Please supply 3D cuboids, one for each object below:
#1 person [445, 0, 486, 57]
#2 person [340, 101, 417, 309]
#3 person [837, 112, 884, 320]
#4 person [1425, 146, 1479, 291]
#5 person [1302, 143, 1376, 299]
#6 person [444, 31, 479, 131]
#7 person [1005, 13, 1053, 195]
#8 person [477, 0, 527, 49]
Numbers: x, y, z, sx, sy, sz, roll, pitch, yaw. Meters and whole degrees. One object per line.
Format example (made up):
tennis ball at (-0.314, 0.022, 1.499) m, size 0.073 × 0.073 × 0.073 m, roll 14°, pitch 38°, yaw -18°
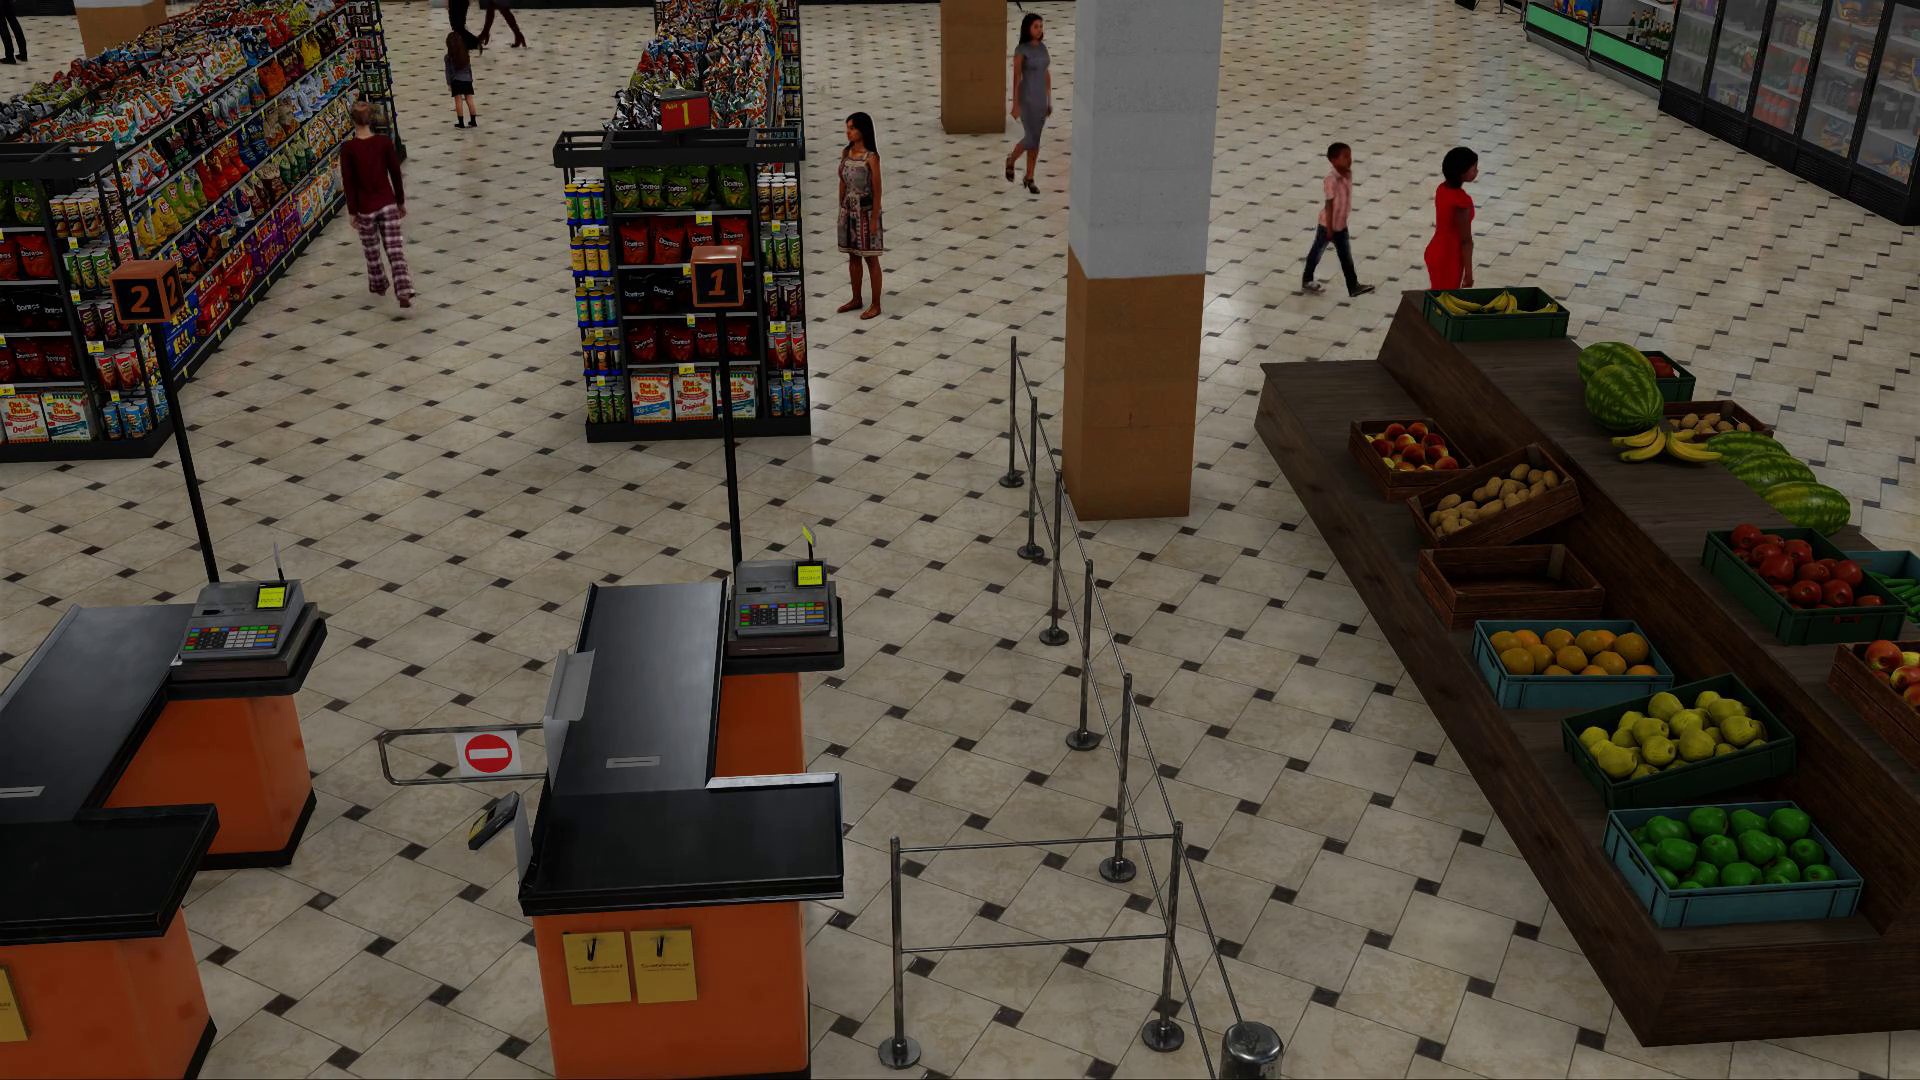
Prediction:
person at (-6.835, -7.366, 22.808) m, size 0.894 × 1.585 × 0.922 m, roll 12°, pitch 29°, yaw 22°
person at (-4.707, -2.678, 13.474) m, size 0.930 × 1.665 × 1.149 m, roll -15°, pitch 30°, yaw -26°
person at (-0.791, -2.618, 13.378) m, size 0.702 × 1.645 × 0.775 m, roll 22°, pitch 34°, yaw 37°
person at (3.418, -1.965, 11.997) m, size 0.651 × 1.730 × 0.674 m, roll -4°, pitch 27°, yaw -9°
person at (3.055, -2.655, 13.861) m, size 0.832 × 1.275 × 0.947 m, roll -22°, pitch 34°, yaw -37°
person at (-5.821, -5.357, 19.377) m, size 0.534 × 1.105 × 0.571 m, roll -20°, pitch 33°, yaw -35°
person at (0.656, -4.386, 16.726) m, size 0.775 × 1.770 × 0.845 m, roll -23°, pitch 35°, yaw -38°
person at (-6.501, -7.806, 23.575) m, size 0.811 × 1.675 × 1.024 m, roll 3°, pitch 27°, yaw 7°
